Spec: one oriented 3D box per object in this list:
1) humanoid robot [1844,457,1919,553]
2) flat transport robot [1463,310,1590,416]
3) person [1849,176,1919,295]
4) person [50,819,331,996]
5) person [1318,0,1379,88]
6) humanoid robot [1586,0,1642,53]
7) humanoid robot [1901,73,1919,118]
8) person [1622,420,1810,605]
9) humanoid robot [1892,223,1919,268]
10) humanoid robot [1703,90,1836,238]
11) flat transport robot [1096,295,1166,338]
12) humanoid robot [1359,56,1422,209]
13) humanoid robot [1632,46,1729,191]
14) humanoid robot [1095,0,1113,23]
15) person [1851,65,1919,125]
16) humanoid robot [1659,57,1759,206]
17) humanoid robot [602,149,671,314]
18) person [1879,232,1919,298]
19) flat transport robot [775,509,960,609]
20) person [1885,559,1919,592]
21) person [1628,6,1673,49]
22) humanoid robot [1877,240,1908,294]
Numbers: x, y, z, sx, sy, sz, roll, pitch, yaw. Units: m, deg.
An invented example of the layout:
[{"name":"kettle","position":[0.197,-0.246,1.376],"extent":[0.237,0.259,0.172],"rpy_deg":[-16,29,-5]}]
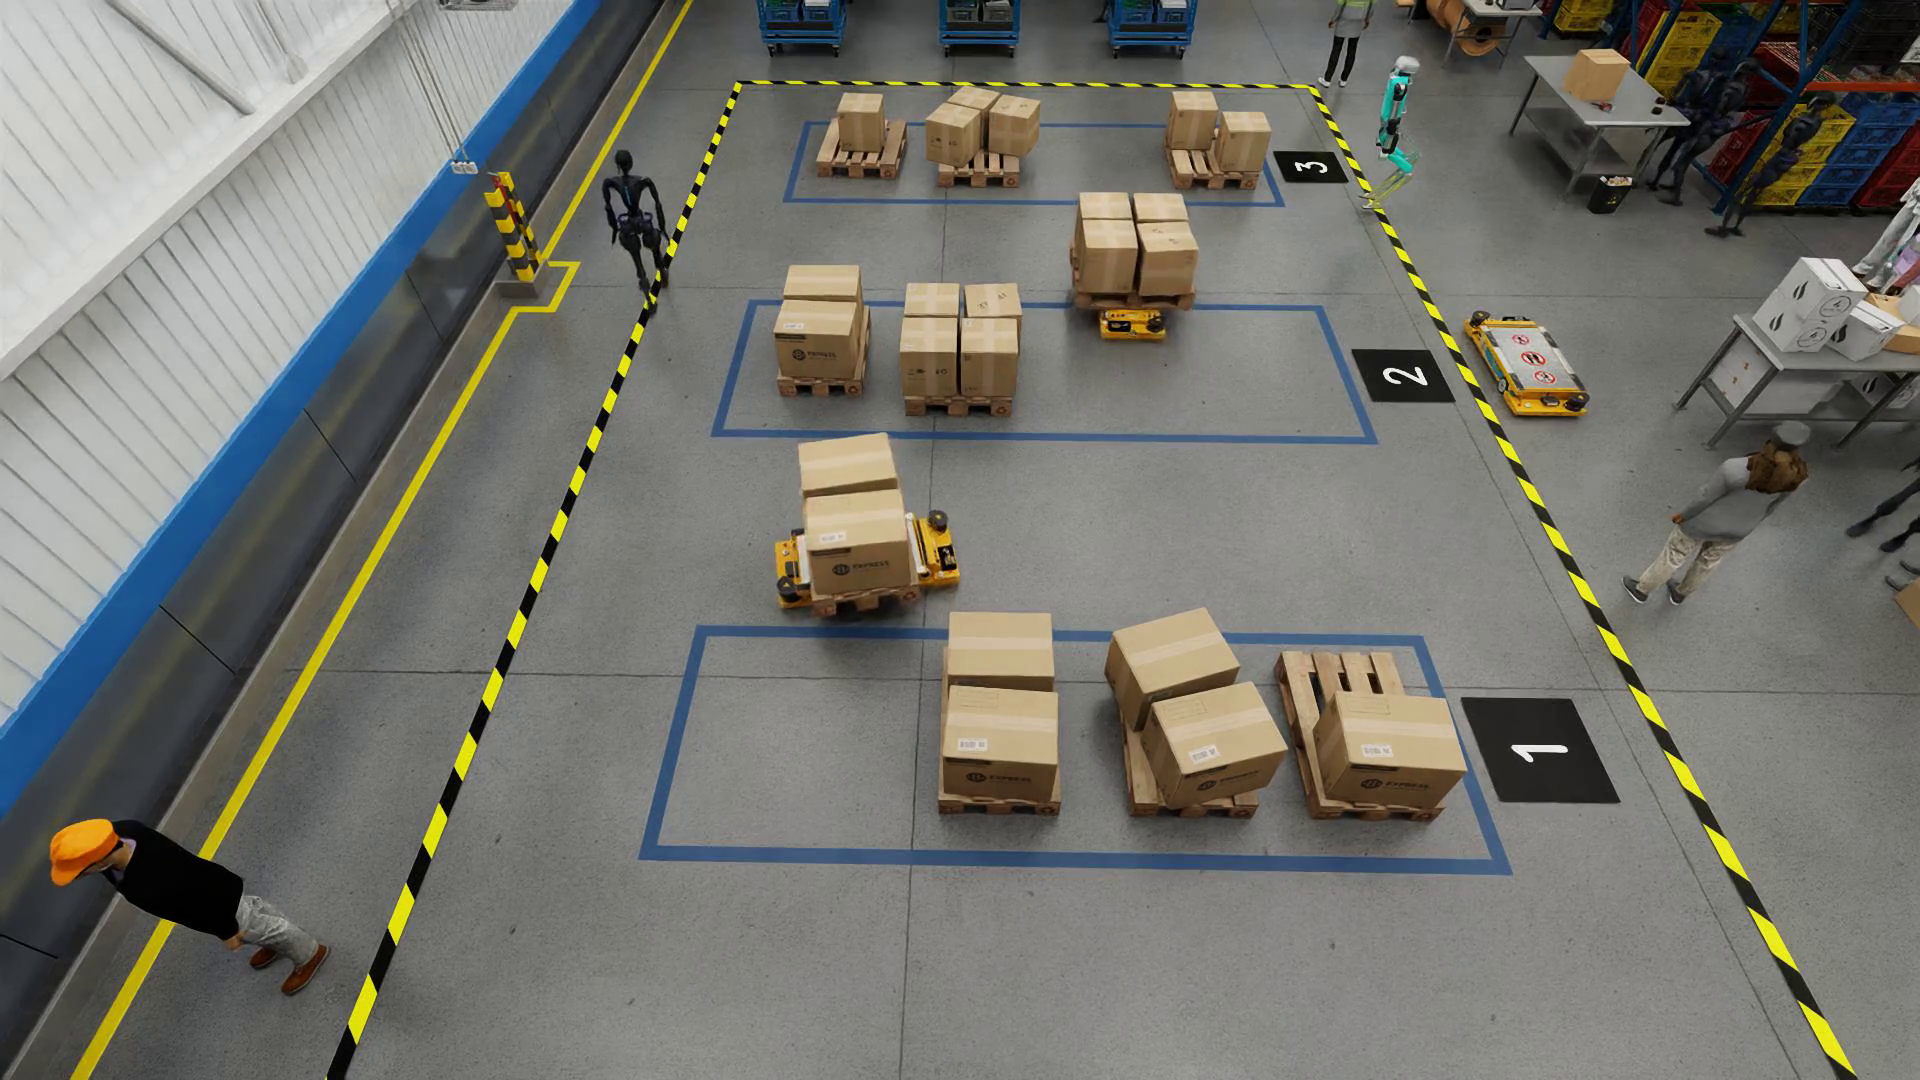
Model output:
[{"name":"humanoid robot","position":[7.693,-0.497,7.032],"extent":[0.415,1.654,0.603],"rpy_deg":[-20,52,-17]},{"name":"flat transport robot","position":[5.573,-1.757,9.054],"extent":[0.659,0.231,1.431],"rpy_deg":[1,49,1]},{"name":"person","position":[9.894,-3.403,9.411],"extent":[0.337,1.881,0.583],"rpy_deg":[2,49,2]},{"name":"person","position":[-3.980,1.918,4.809],"extent":[0.585,1.878,0.382],"rpy_deg":[25,54,20]},{"name":"person","position":[5.480,-7.326,12.830],"extent":[0.586,1.848,0.391],"rpy_deg":[0,49,0]},{"name":"humanoid robot","position":[9.833,-7.908,13.466],"extent":[0.609,1.636,0.605],"rpy_deg":[6,49,5]},{"name":"humanoid robot","position":[12.684,-6.046,11.836],"extent":[0.531,1.642,0.597],"rpy_deg":[-2,49,-2]},{"name":"person","position":[5.526,-0.153,6.675],"extent":[0.569,1.763,0.404],"rpy_deg":[6,49,5]},{"name":"humanoid robot","position":[9.493,-2.731,8.837],"extent":[0.735,1.677,0.533],"rpy_deg":[-10,50,-9]},{"name":"humanoid robot","position":[9.042,-4.181,10.213],"extent":[0.588,1.649,0.395],"rpy_deg":[-33,57,-25]},{"name":"flat transport robot","position":[1.793,-2.673,9.828],"extent":[0.652,0.197,1.431],"rpy_deg":[1,49,1]},{"name":"humanoid robot","position":[5.052,-4.599,10.457],"extent":[0.735,1.673,0.533],"rpy_deg":[9,50,8]},{"name":"humanoid robot","position":[8.601,-5.003,10.926],"extent":[0.616,1.647,0.324],"rpy_deg":[6,49,5]},{"name":"humanoid robot","position":[2.576,-9.102,14.510],"extent":[0.786,1.621,0.606],"rpy_deg":[-5,49,-5]},{"name":"person","position":[11.153,-5.372,11.166],"extent":[0.742,1.809,0.433],"rpy_deg":[-19,52,-16]},{"name":"humanoid robot","position":[8.778,-4.766,10.737],"extent":[0.603,1.647,0.410],"rpy_deg":[-36,58,-27]},{"name":"humanoid robot","position":[-3.306,-3.184,9.395],"extent":[0.595,1.633,0.796],"rpy_deg":[-7,50,-6]},{"name":"person","position":[8.877,-2.550,8.578],"extent":[0.414,2.034,0.601],"rpy_deg":[34,57,26]},{"name":"flat transport robot","position":[-0.761,0.137,7.396],"extent":[1.431,0.197,0.652],"rpy_deg":[-9,50,-7]},{"name":"person","position":[7.705,-0.273,6.668],"extent":[0.602,1.939,0.412],"rpy_deg":[-31,56,-24]},{"name":"person","position":[10.618,-8.145,13.461],"extent":[0.368,1.965,0.601],"rpy_deg":[-4,49,-3]},{"name":"humanoid robot","position":[9.861,-3.068,9.187],"extent":[0.677,1.763,0.542],"rpy_deg":[-14,51,-12]}]
